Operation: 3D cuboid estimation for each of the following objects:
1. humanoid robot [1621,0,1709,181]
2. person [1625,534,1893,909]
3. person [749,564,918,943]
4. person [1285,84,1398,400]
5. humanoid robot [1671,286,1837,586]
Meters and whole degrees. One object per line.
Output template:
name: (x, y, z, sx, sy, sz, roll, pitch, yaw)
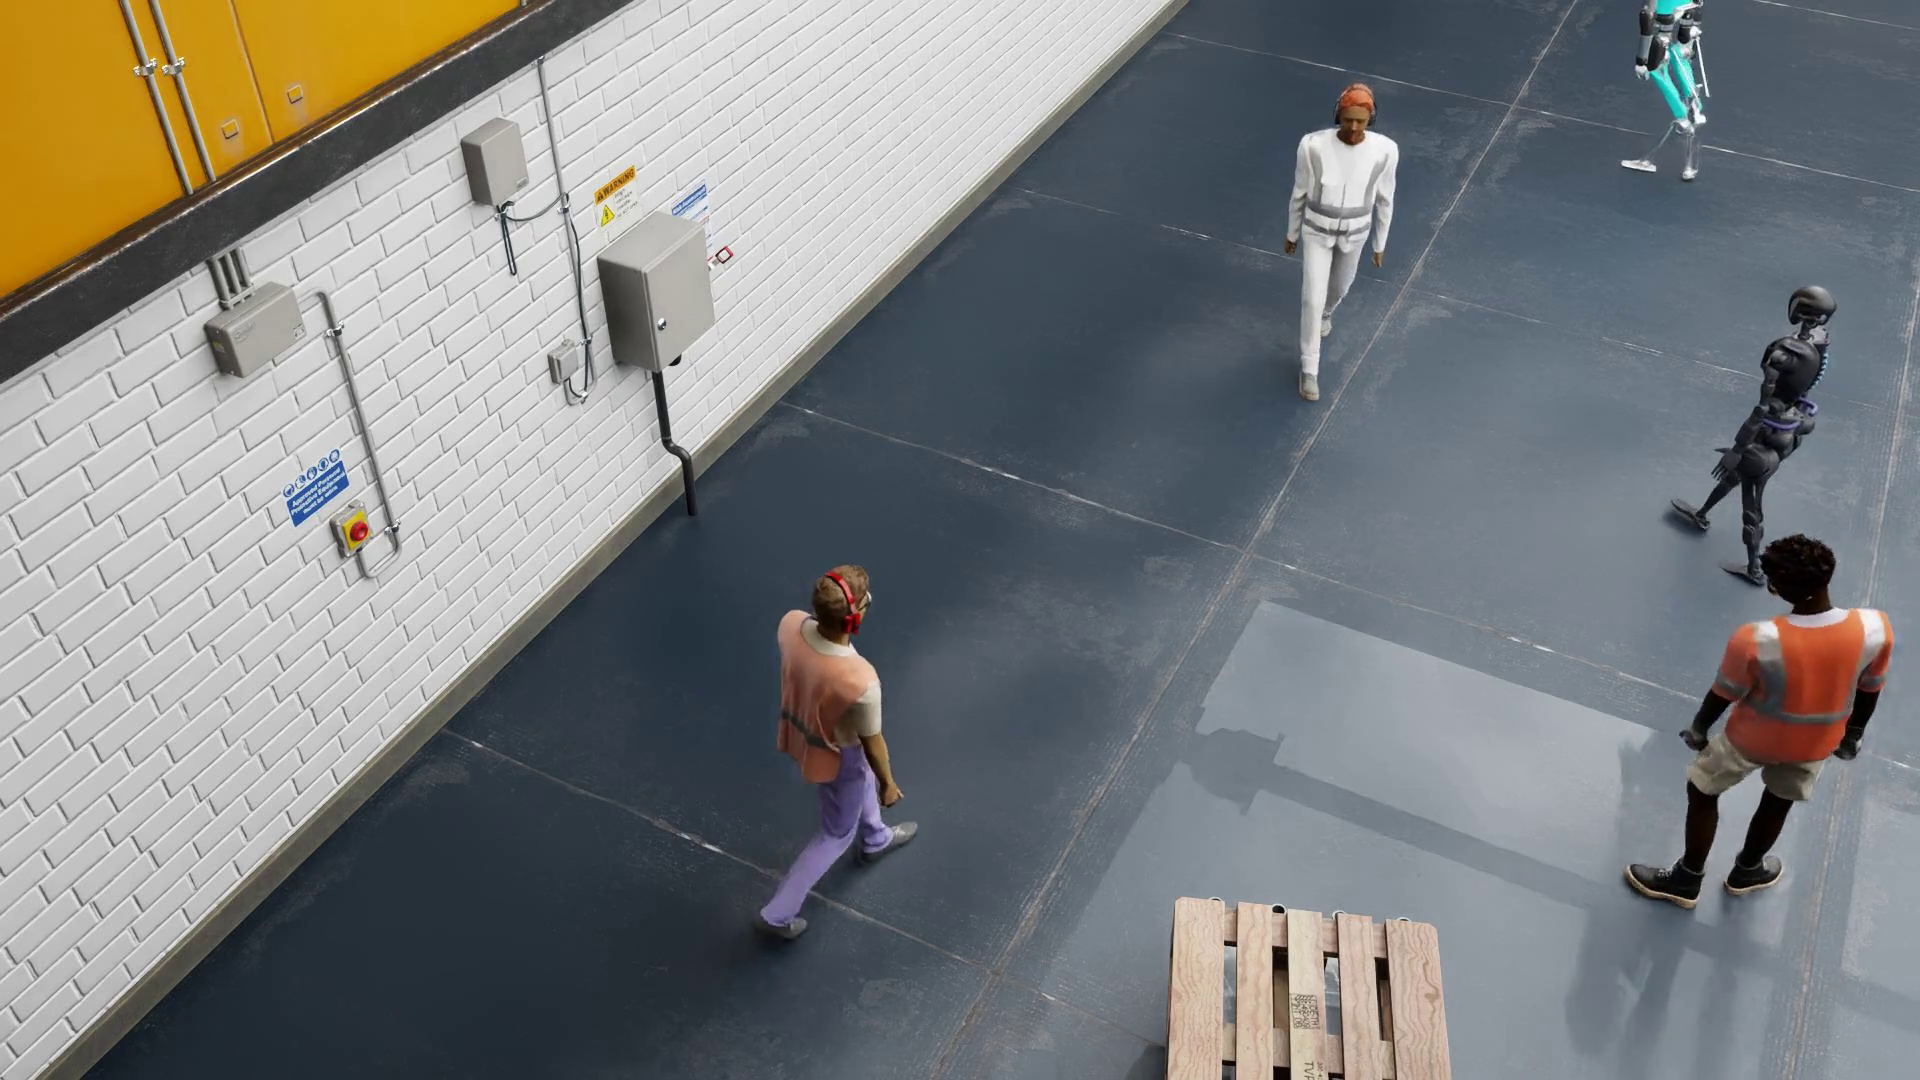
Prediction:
humanoid robot: (5.073, -3.305, 11.537, 0.592, 1.764, 0.885, -17, 44, -19)
person: (3.293, 0.770, 6.684, 0.708, 1.926, 0.368, 2, 41, 2)
person: (-0.539, 0.864, 6.664, 0.902, 1.801, 0.571, -28, 48, -29)
person: (2.203, -1.819, 9.738, 0.581, 1.853, 0.880, 4, 41, 5)
humanoid robot: (4.042, -0.562, 8.428, 0.615, 1.634, 0.675, -29, 48, -29)
